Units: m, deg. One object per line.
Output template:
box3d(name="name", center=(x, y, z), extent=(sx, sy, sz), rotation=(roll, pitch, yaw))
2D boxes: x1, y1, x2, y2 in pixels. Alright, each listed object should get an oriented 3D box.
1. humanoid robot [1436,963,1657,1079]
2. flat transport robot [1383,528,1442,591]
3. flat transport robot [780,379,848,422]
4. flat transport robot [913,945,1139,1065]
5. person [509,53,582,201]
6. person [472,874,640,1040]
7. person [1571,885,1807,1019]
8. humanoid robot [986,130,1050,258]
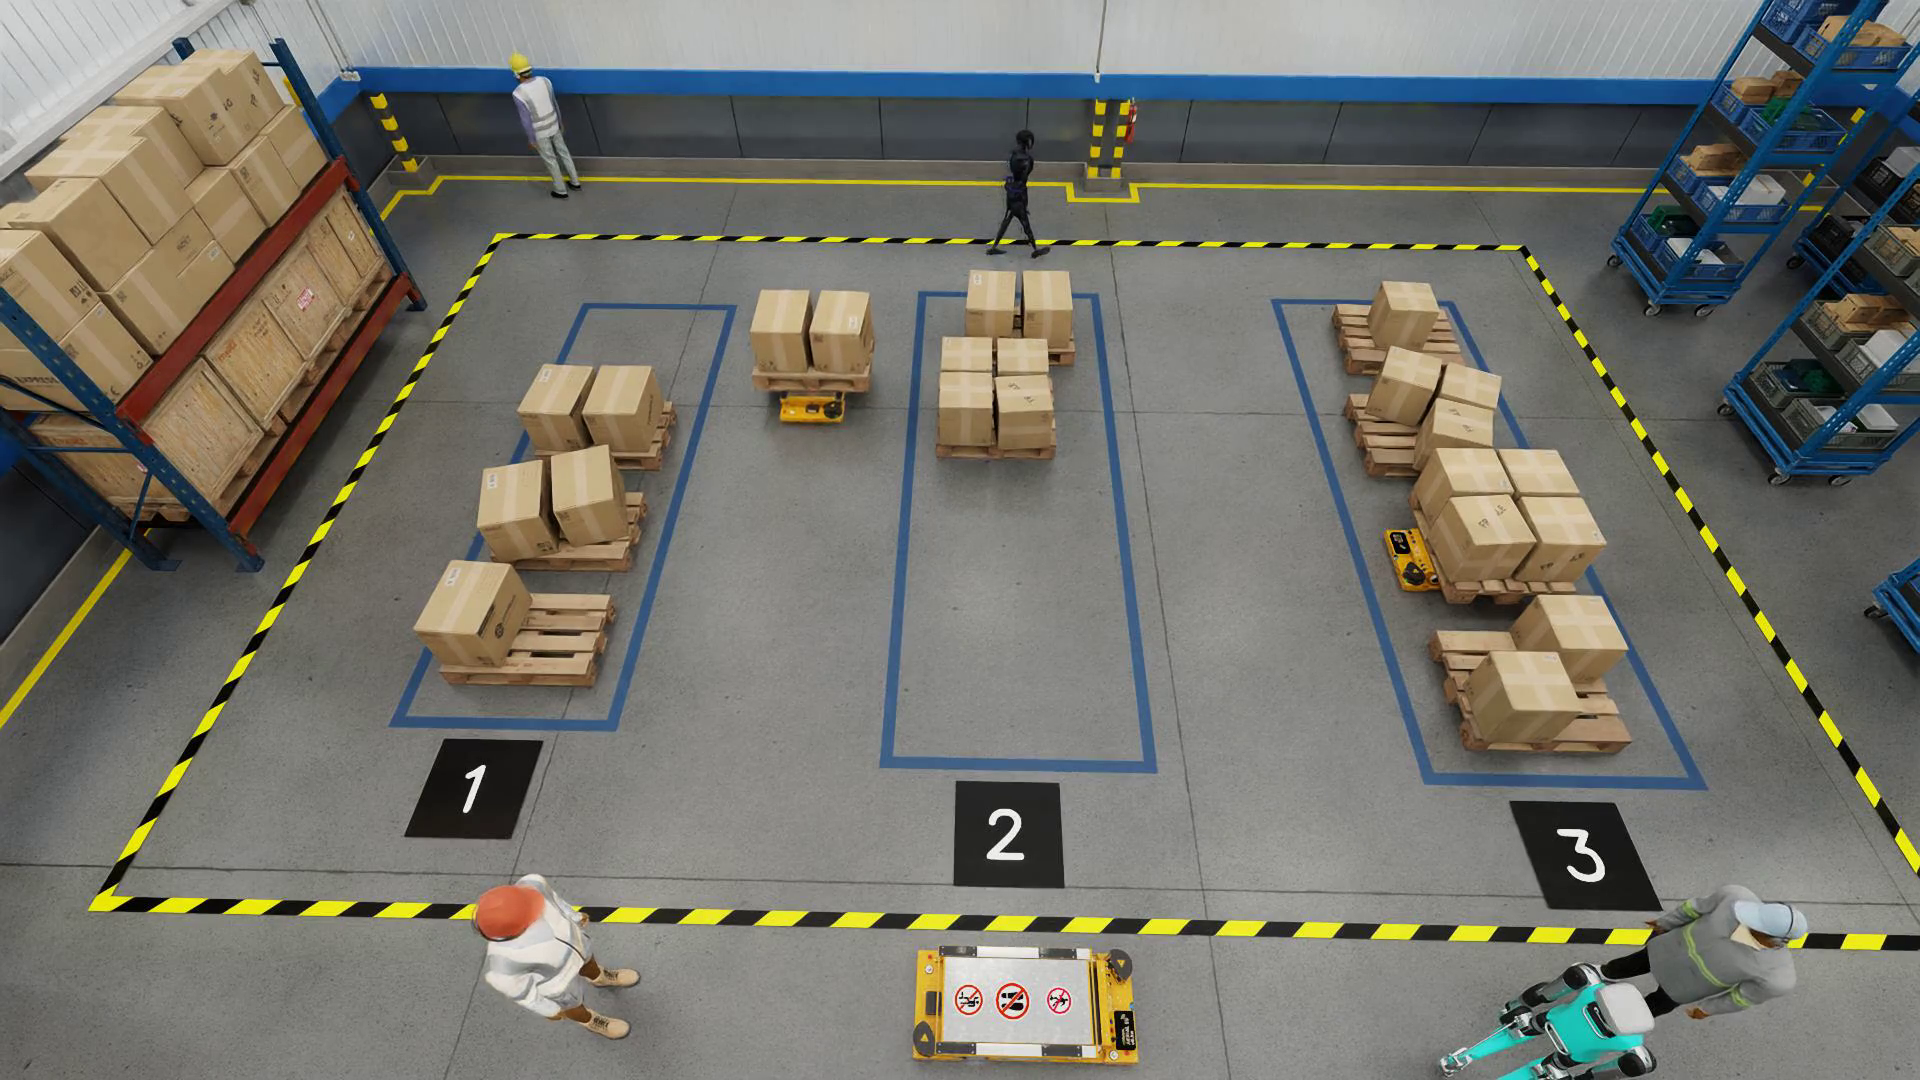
box3d(name="humanoid robot", center=(3.093, 2.872, 5.110), extent=(0.735, 1.677, 0.533), rotation=(-11, 52, -9))
box3d(name="flat transport robot", center=(4.689, 0.155, 8.342), extent=(1.431, 0.197, 0.652), rotation=(1, 51, 1))
box3d(name="flat transport robot", center=(-1.541, -1.841, 9.968), extent=(0.652, 0.197, 1.431), rotation=(1, 51, 1))
box3d(name="flat transport robot", center=(0.422, 3.041, 6.007), extent=(1.431, 0.231, 0.659), rotation=(1, 51, 1))
box3d(name="person", center=(-5.365, -5.298, 11.795), extent=(0.403, 1.830, 0.598), rotation=(23, 54, 18))
box3d(name="person", center=(-2.317, 2.446, 5.349), extent=(0.378, 2.041, 0.614), rotation=(0, 51, 0))
box3d(name="person", center=(4.310, 2.501, 5.427), extent=(0.396, 1.849, 0.587), rotation=(0, 51, 0))
box3d(name="humanoid robot", center=(0.727, -4.138, 10.983), extent=(0.785, 1.622, 0.608), rotation=(-7, 51, -6))
